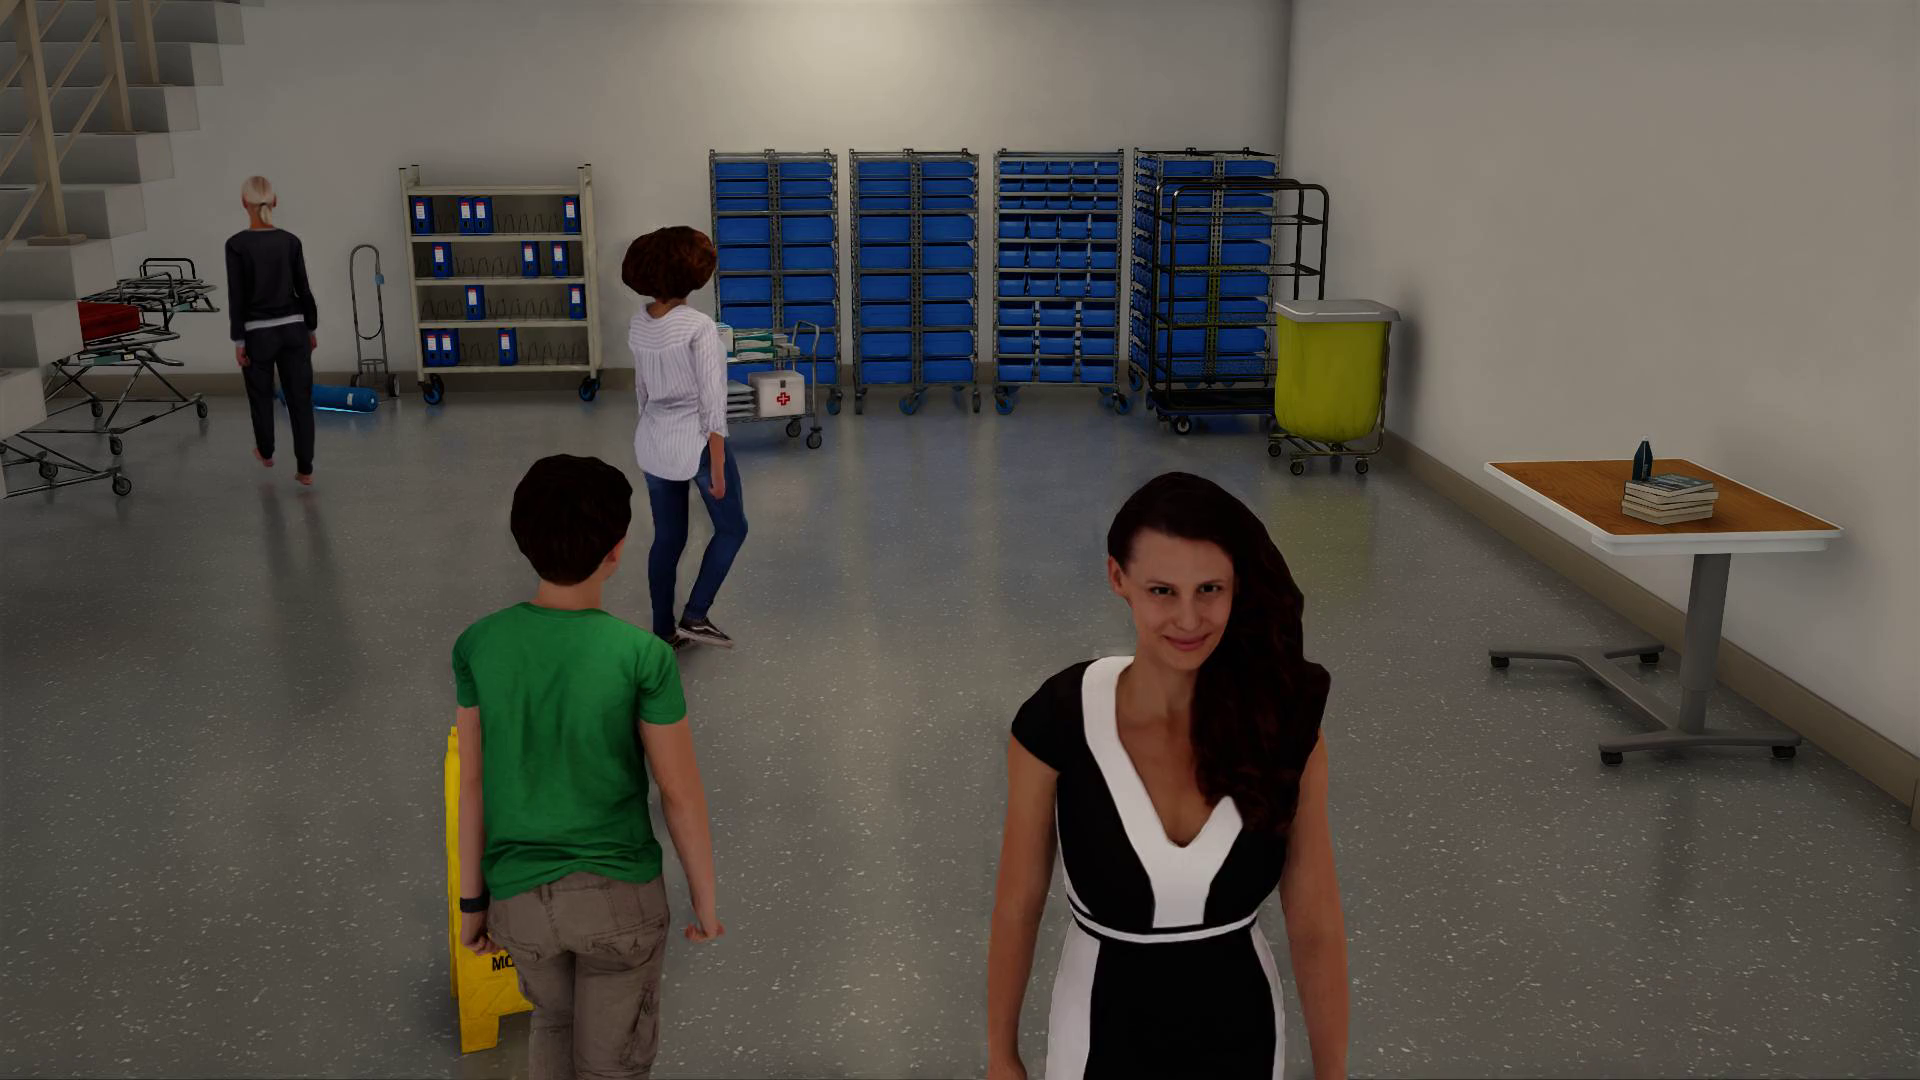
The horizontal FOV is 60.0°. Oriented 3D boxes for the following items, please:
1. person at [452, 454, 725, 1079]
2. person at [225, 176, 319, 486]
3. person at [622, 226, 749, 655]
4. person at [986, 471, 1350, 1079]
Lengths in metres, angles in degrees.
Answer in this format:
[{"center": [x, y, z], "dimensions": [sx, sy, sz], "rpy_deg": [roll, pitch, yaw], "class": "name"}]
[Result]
[{"center": [-0.698, 0.679, 2.927], "dimensions": [0.662, 1.637, 0.672], "rpy_deg": [2, 16, 8], "class": "person"}, {"center": [-3.776, -1.113, 9.203], "dimensions": [0.967, 1.680, 1.190], "rpy_deg": [-10, 18, -30], "class": "person"}, {"center": [-1.135, -0.341, 6.427], "dimensions": [0.756, 1.701, 0.795], "rpy_deg": [10, 19, 32], "class": "person"}, {"center": [0.274, 0.746, 2.425], "dimensions": [0.626, 1.780, 0.640], "rpy_deg": [-3, 16, -10], "class": "person"}]
